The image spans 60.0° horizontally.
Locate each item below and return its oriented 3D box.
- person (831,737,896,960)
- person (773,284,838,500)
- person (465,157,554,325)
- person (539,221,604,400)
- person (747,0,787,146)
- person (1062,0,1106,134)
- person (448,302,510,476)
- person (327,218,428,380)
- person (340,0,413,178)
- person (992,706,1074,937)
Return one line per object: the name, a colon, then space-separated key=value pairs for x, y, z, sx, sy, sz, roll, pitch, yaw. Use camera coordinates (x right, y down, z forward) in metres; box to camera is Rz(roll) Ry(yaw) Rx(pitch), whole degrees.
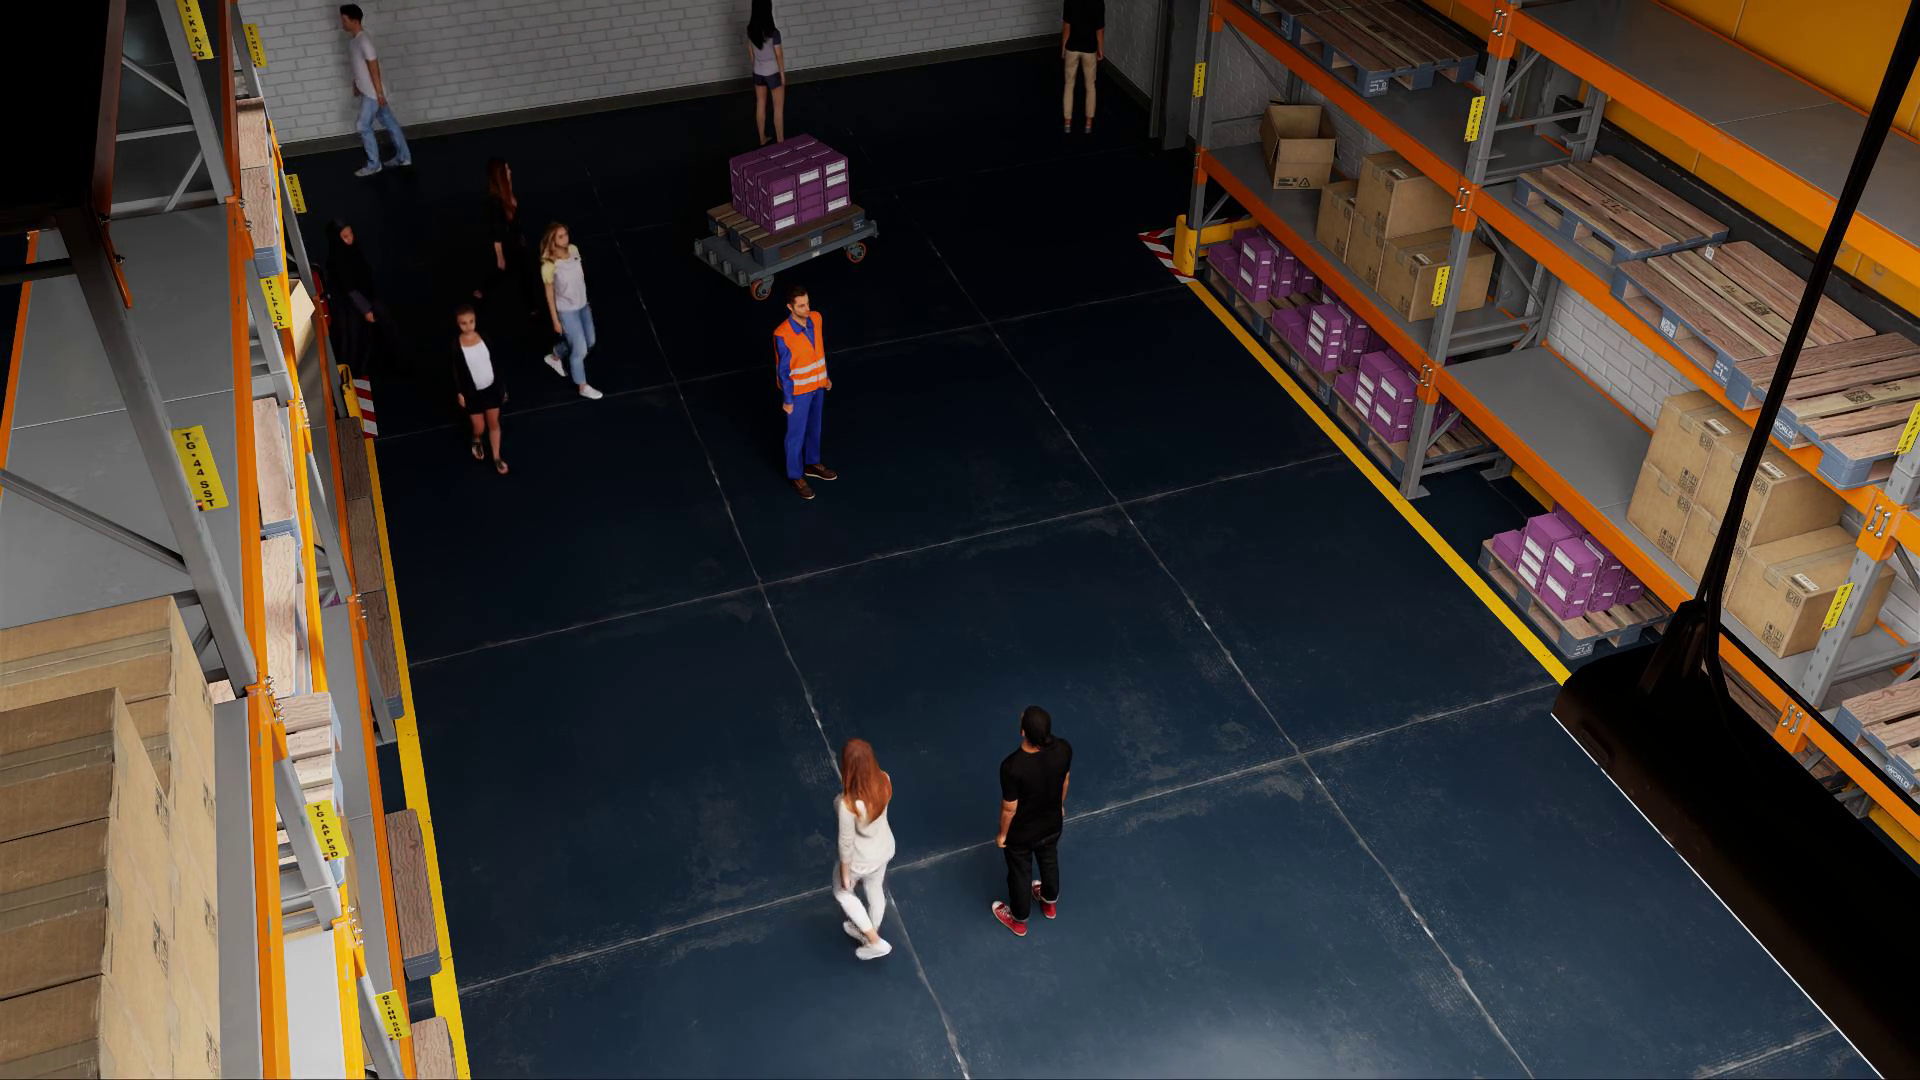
person: x=-0.478 y=1.824 z=9.513 sx=0.792 sy=1.701 sz=0.735 roll=28 pitch=46 yaw=30
person: x=-1.240 y=-1.209 z=13.180 sx=0.812 sy=1.864 sz=0.792 roll=24 pitch=44 yaw=27
person: x=-4.227 y=-2.706 z=15.200 sx=0.887 sy=1.683 sz=1.086 roll=-2 pitch=39 yaw=-2
person: x=-3.417 y=-1.984 z=14.274 sx=0.958 sy=1.710 sz=0.902 roll=15 pitch=41 yaw=18
person: x=-2.113 y=-5.130 z=18.216 sx=0.654 sy=1.706 sz=0.738 roll=21 pitch=43 yaw=25
person: x=1.351 y=-5.441 z=18.488 sx=0.690 sy=1.854 sz=0.667 roll=1 pitch=39 yaw=1
person: x=-3.921 y=-1.278 z=13.520 sx=0.617 sy=1.547 sz=0.732 roll=-22 pitch=44 yaw=-25
person: x=-5.319 y=-2.077 z=14.475 sx=1.110 sy=1.604 sz=1.118 roll=10 pitch=40 yaw=12
person: x=-6.166 y=-4.801 z=17.702 sx=0.748 sy=1.834 sz=0.782 roll=-11 pitch=40 yaw=-13
person: x=0.425 y=1.632 z=9.708 sx=0.677 sy=1.759 sz=0.646 roll=-22 pitch=44 yaw=-25
